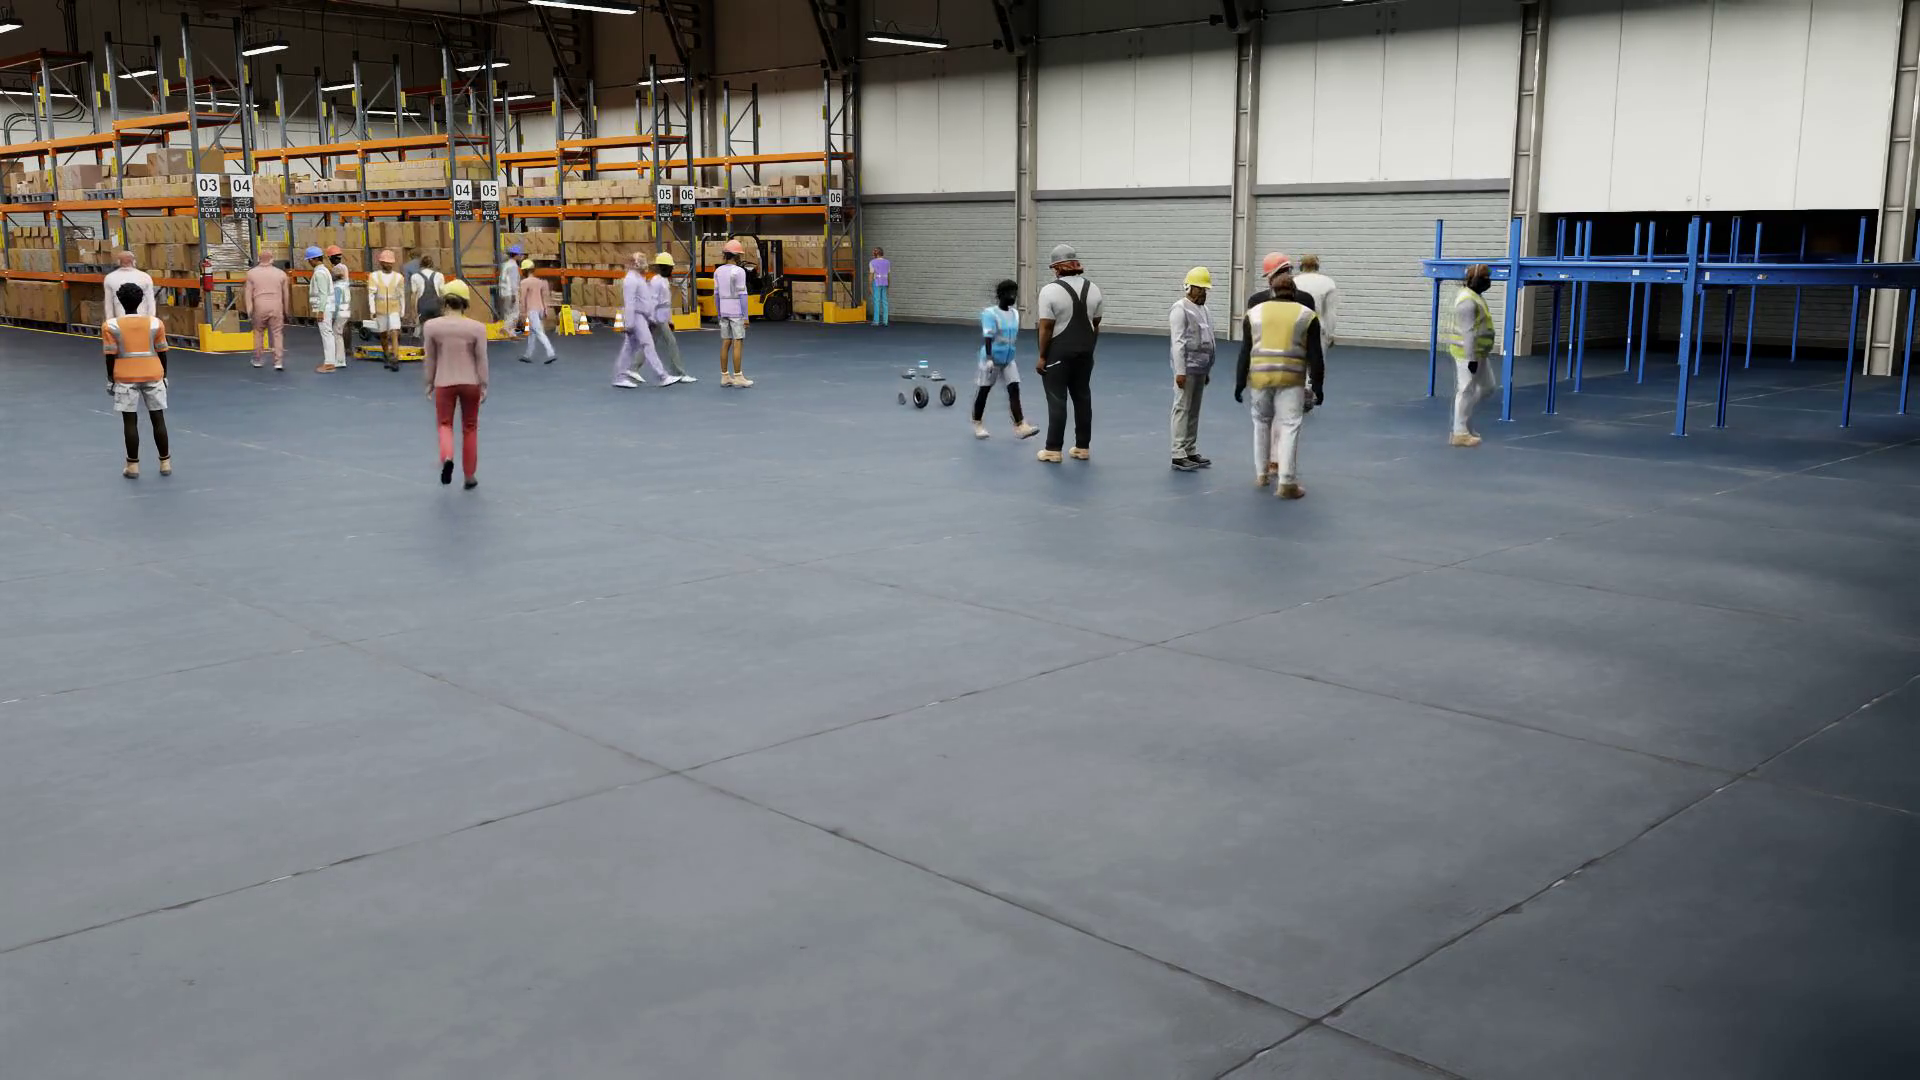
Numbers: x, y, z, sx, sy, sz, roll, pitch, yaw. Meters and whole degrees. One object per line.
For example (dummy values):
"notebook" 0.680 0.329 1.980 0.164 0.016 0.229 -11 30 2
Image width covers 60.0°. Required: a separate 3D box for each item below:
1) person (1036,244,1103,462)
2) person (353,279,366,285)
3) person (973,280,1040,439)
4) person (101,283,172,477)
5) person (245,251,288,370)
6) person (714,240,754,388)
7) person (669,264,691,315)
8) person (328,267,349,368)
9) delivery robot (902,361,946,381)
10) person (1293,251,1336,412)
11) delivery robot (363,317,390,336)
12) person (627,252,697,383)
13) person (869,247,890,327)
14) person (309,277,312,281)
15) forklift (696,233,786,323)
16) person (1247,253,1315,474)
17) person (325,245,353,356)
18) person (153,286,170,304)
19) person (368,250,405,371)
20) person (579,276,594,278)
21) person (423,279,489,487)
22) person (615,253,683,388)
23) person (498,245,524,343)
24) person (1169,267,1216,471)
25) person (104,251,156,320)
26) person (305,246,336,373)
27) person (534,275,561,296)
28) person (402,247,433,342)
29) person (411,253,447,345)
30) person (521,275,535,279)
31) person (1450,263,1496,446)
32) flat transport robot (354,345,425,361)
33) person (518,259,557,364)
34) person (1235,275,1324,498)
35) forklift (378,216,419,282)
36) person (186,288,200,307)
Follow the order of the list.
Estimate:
"person" 0.974 -1.756 15.717 0.679 2.000 0.537 -7 12 -32
"person" -15.179 -6.558 42.368 0.404 1.828 0.591 8 13 39
"person" 0.459 -1.859 17.213 0.555 1.639 0.879 -9 14 -39
"person" -7.237 -1.408 14.643 0.531 1.697 0.320 -8 13 -36
"person" -10.993 -3.636 26.380 0.660 1.850 0.960 -6 12 -31
"person" -3.156 -3.164 23.281 0.616 2.039 0.388 9 14 41
"person" -7.116 -6.566 42.260 0.573 1.883 0.353 0 10 2
"person" -10.007 -3.589 26.753 0.347 1.611 0.597 -4 11 -21
"delivery robot" -0.455 -2.130 20.849 0.335 0.223 0.698 -8 13 -36
"person" 4.132 -2.469 19.802 0.633 1.922 0.659 4 11 21
"delivery robot" -11.722 -4.350 33.664 0.707 0.478 0.477 4 11 21
"person" -4.361 -3.199 23.948 1.032 1.877 0.588 0 10 -2
"person" -1.859 -5.894 38.728 0.560 1.836 0.380 -8 13 -38
"person" -18.300 -7.603 47.545 0.634 2.019 0.579 -6 12 -30
"forklift" -5.496 -6.489 41.108 2.313 2.155 1.214 -10 14 -44
"person" 2.876 -1.602 15.023 0.634 1.939 0.849 0 10 0
"person" -10.952 -4.218 29.334 0.374 1.928 0.542 -2 11 -8
"person" -17.841 -5.493 36.938 0.537 1.686 0.363 -10 14 -44
"person" -9.050 -3.637 26.304 0.549 1.894 1.013 -4 11 -20
"person" -10.272 -7.118 45.684 0.483 1.737 0.320 4 11 20
"person" -4.198 -1.295 13.882 0.533 1.747 0.478 -2 11 -11
"person" -4.357 -3.025 23.003 0.986 1.854 0.665 -1 10 -3
"person" -8.863 -4.875 32.947 0.532 1.915 0.617 -6 12 -31
"person" 2.121 -1.563 15.143 0.404 1.824 0.586 7 12 32
"person" -11.833 -3.177 23.763 0.649 1.890 0.564 -3 11 -18
"person" -9.895 -3.571 25.783 0.407 1.938 0.602 -3 11 -16
"person" -10.908 -6.889 43.932 1.079 1.932 0.607 10 14 43
"person" -10.738 -4.879 33.104 1.047 1.886 0.670 9 14 42
"person" -8.499 -3.666 26.620 0.510 1.828 0.381 -6 12 -28
"person" -11.828 -7.213 45.906 0.429 1.845 0.622 8 13 38
"person" 5.187 -1.870 16.806 0.460 1.826 0.658 5 12 25
"flat transport robot" -9.710 -3.208 28.468 1.431 0.197 0.652 9 14 41
"person" -7.029 -3.794 27.601 0.904 1.718 0.523 5 11 24
"person" 2.647 -1.282 13.730 0.708 1.777 0.890 4 11 19
"forklift" -17.868 -9.201 54.028 1.873 2.768 1.129 -10 14 -44
"person" -18.376 -6.147 39.943 0.629 1.888 0.818 -10 14 -42
